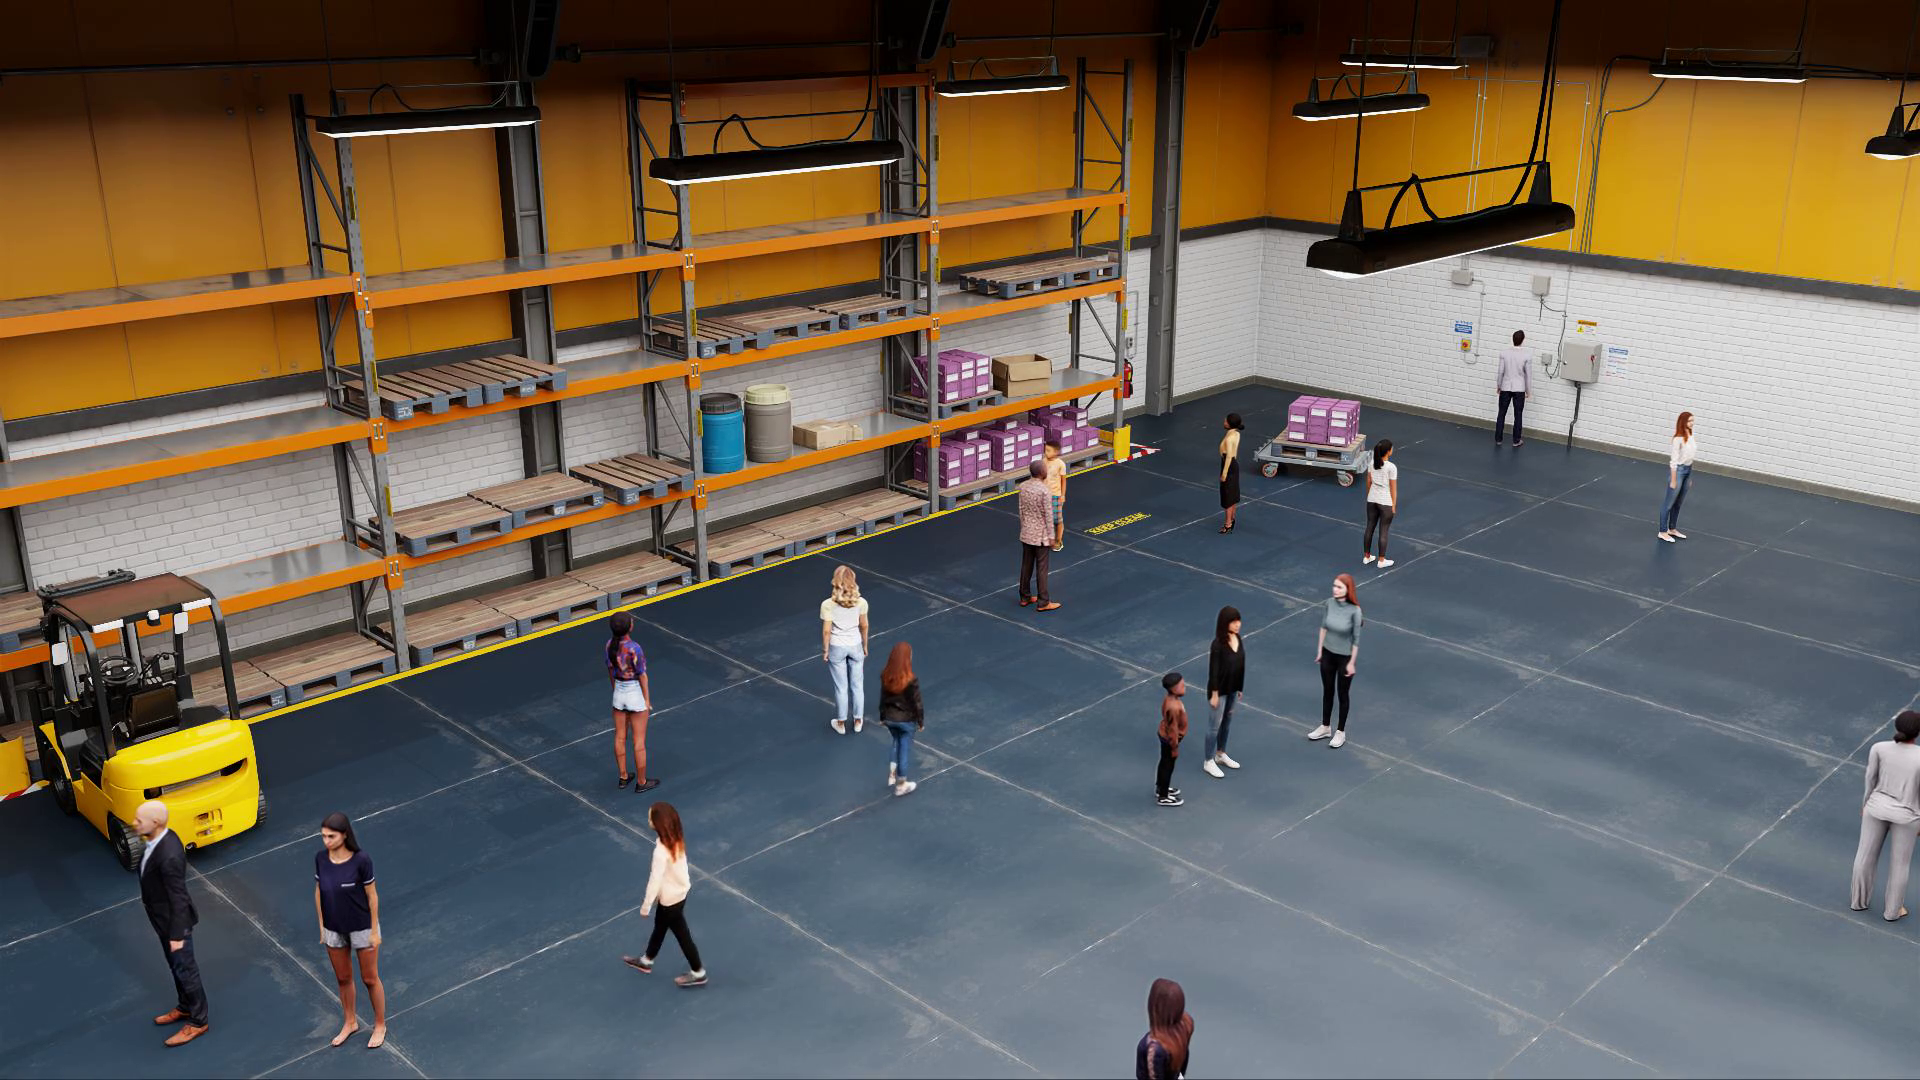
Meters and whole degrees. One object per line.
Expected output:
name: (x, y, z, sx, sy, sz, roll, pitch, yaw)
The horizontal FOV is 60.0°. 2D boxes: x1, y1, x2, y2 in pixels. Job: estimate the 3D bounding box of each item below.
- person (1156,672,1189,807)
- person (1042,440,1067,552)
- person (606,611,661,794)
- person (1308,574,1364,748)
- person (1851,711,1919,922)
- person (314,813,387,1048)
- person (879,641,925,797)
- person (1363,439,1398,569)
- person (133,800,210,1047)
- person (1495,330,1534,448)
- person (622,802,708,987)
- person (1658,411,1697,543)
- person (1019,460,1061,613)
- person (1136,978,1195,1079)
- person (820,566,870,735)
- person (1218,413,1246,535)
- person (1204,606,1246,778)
person: (1.885, 1.774, 14.963, 0.638, 1.252, 0.578, 0, 19, 0)
person: (1.204, -0.596, 21.674, 0.574, 1.460, 0.550, 11, 22, 30)
person: (-3.015, 1.455, 15.141, 0.645, 1.743, 0.611, 10, 21, 26)
person: (3.654, 1.147, 16.057, 0.557, 1.742, 0.592, -15, 24, -37)
person: (7.341, 2.151, 13.083, 0.634, 1.737, 0.547, 16, 24, 39)
person: (-4.197, 2.678, 11.474, 0.668, 1.764, 0.705, 2, 19, 7)
person: (-0.577, 1.633, 15.033, 0.633, 1.473, 0.616, 11, 21, 29)
person: (5.317, -0.478, 21.032, 0.533, 1.646, 0.575, -16, 24, -39)
person: (-5.490, 2.623, 11.584, 0.622, 1.800, 0.701, -14, 23, -35)
person: (8.806, -2.423, 26.486, 0.746, 1.851, 0.686, 9, 21, 25)
person: (-2.046, 2.614, 12.158, 0.968, 1.451, 0.910, 0, 19, -1)
person: (9.521, -0.858, 22.033, 0.503, 1.728, 0.668, -13, 22, -33)
person: (0.898, -0.066, 19.557, 0.583, 1.807, 0.675, -16, 25, -40)
person: (1.187, 3.301, 9.871, 0.693, 1.607, 0.523, 13, 23, 34)
person: (-1.117, 1.074, 16.303, 0.651, 1.723, 0.769, -5, 19, -16)
person: (3.610, -0.900, 22.276, 0.704, 1.653, 0.586, 8, 20, 23)
person: (2.463, 1.381, 15.512, 0.624, 1.646, 0.436, 18, 25, 42)
